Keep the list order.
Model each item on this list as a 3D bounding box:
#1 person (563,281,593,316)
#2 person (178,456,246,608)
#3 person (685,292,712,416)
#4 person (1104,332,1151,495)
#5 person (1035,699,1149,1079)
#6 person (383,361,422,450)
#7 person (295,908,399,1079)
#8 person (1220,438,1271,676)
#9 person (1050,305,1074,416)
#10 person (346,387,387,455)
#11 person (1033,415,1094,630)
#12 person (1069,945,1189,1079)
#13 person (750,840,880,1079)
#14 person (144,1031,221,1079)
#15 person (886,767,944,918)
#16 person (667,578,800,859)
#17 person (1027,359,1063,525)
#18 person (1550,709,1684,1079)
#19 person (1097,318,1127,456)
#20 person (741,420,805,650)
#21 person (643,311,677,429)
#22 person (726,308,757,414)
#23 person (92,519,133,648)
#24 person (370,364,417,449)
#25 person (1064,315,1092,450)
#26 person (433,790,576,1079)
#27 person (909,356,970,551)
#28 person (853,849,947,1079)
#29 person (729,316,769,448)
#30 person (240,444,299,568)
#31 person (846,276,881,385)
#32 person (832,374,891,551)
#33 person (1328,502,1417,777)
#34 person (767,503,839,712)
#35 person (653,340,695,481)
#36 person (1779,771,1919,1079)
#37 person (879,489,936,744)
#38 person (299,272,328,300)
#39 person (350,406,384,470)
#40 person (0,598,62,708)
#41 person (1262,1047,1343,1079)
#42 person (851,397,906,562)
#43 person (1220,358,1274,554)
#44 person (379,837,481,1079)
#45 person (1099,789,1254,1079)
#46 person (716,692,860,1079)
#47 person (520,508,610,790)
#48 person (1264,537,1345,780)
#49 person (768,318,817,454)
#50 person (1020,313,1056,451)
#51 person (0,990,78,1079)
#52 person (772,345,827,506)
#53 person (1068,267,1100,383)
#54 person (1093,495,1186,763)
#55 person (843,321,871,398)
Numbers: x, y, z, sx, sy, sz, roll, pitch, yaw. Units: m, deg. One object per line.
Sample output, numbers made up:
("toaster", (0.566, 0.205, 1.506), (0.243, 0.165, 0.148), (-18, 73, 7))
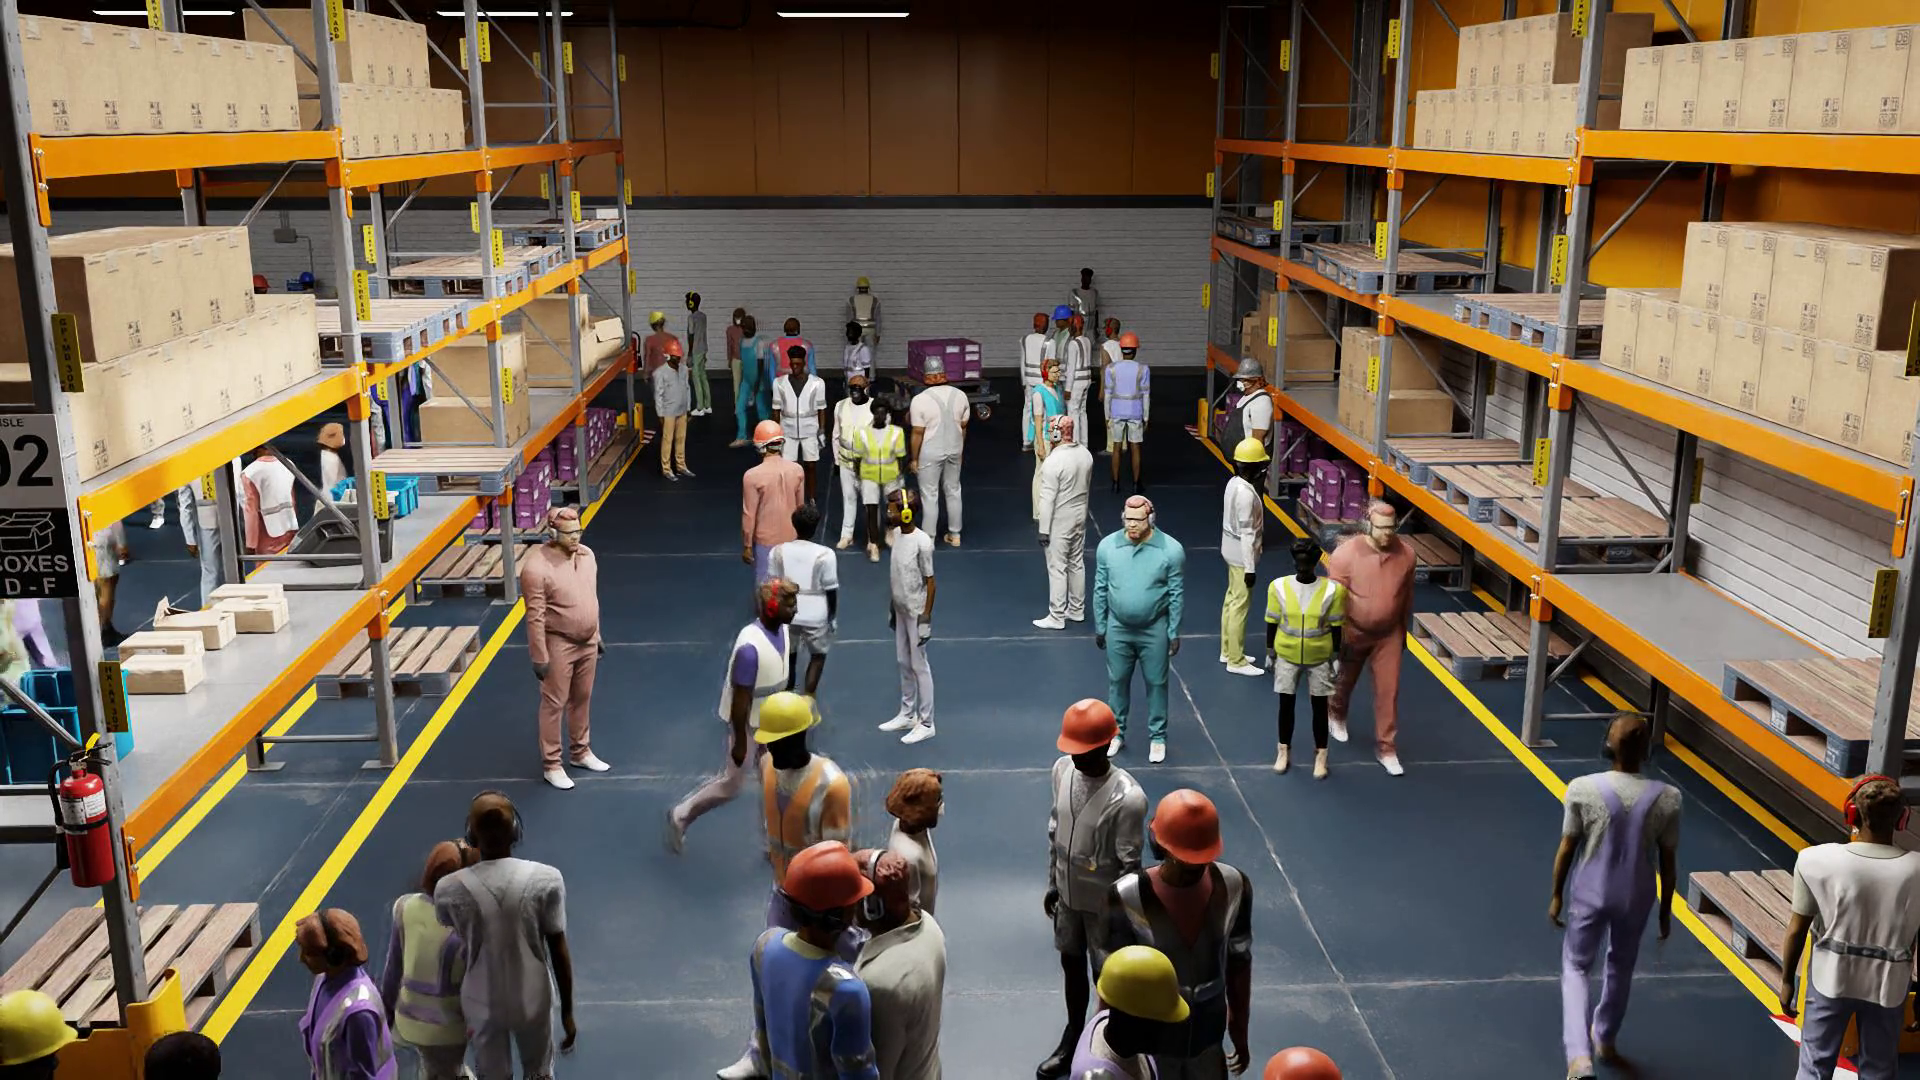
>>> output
("person", (-6.263, -3.354, 27.133), (0.653, 1.919, 0.397), (-11, 18, -36))
("person", (-6.417, -0.090, 14.347), (0.401, 1.908, 0.598), (9, 17, 33))
("person", (-3.970, -2.805, 25.107), (0.326, 1.861, 0.499), (4, 15, 16))
("person", (1.993, -1.503, 19.830), (0.549, 1.933, 0.373), (3, 15, 12))
("person", (0.585, 1.626, 7.575), (0.388, 1.926, 0.550), (-12, 18, -39))
("person", (-7.285, -1.929, 21.547), (0.587, 1.914, 0.391), (-4, 15, -15))
("person", (-2.251, 2.125, 6.197), (0.315, 1.631, 0.525), (-9, 17, -33))
("person", (2.301, 0.130, 13.433), (0.367, 1.927, 0.594), (0, 14, -1))
("person", (1.416, -2.229, 22.660), (0.403, 1.943, 0.615), (-9, 17, -32))
("person", (-7.537, -1.704, 21.025), (0.320, 1.738, 0.487), (13, 19, 42))
("person", (0.895, -0.162, 14.642), (0.399, 1.900, 0.644), (11, 18, 37))
("person", (0.522, 2.185, 5.400), (0.391, 1.915, 0.592), (2, 14, 9))
("person", (-0.466, 2.009, 5.828), (0.376, 2.044, 0.607), (-13, 19, -41))
("person", (-2.363, 2.330, 4.938), (0.681, 1.854, 0.899), (-10, 17, -33))
("person", (-0.212, 1.792, 7.519), (0.288, 1.626, 0.496), (0, 14, 1))
("person", (-1.320, 1.081, 9.960), (0.851, 1.804, 0.600), (4, 15, 16))
("person", (0.952, -1.089, 18.381), (0.389, 1.847, 0.567), (6, 15, 21))
("person", (3.004, 1.657, 7.646), (0.530, 1.825, 0.766), (4, 15, 14))
("person", (2.060, -2.026, 22.089), (0.397, 1.834, 0.573), (12, 18, 39))
("person", (-1.564, -0.016, 13.899), (0.614, 1.987, 0.408), (-13, 20, -42))
("person", (-4.207, -2.377, 23.652), (0.546, 1.738, 0.676), (-12, 18, -39))
("person", (-3.326, -2.775, 25.503), (0.496, 1.603, 0.771), (0, 14, 1))
("person", (-7.277, -0.032, 14.094), (0.544, 1.921, 0.470), (12, 19, 39))
("person", (-7.014, -1.754, 20.606), (0.535, 2.000, 0.683), (-3, 15, -13))
("person", (1.560, -2.051, 22.102), (0.359, 1.879, 0.586), (7, 16, 26))
("person", (-1.872, 1.867, 6.862), (0.518, 1.799, 0.933), (-4, 15, -17))
("person", (-0.264, -0.916, 17.314), (0.673, 2.000, 0.536), (-9, 17, -32))
("person", (-0.267, 2.023, 6.076), (0.400, 1.894, 0.653), (3, 15, 11))
("person", (-2.866, -2.130, 22.542), (0.510, 1.809, 0.686), (11, 18, 36))
("person", (-5.862, -0.049, 14.187), (0.409, 1.909, 0.593), (4, 15, 14))
("person", (-1.615, -3.497, 27.892), (0.586, 1.824, 0.404), (-1, 14, -5))
("person", (-1.032, -0.804, 17.271), (0.624, 1.845, 0.430), (4, 15, 16))
("person", (2.855, 0.619, 11.654), (0.646, 1.867, 0.964), (-1, 14, -4))
("person", (-1.173, 0.571, 12.197), (0.586, 1.674, 0.477), (3, 15, 12))
("person", (-3.533, -1.615, 20.652), (0.353, 1.743, 0.570), (10, 17, 33))
("person", (3.685, 1.855, 6.848), (0.560, 1.836, 0.393), (6, 15, 21))
("person", (-0.367, 0.539, 11.959), (0.323, 1.862, 0.518), (-8, 16, -29))
("person", (-10.709, -3.461, 27.526), (0.430, 1.936, 0.616), (8, 16, 29))
("person", (-7.566, -1.869, 21.173), (0.616, 1.986, 0.407), (3, 15, 13))
("person", (-6.738, 0.608, 11.862), (0.992, 1.790, 0.581), (3, 15, 11))
("person", (0.908, 2.328, 4.667), (0.611, 1.997, 0.375), (-1, 14, -2))
("person", (-0.841, -0.657, 17.022), (0.574, 1.680, 0.718), (-2, 14, -8))
("person", (2.953, -0.879, 17.168), (0.535, 2.000, 0.683), (-1, 14, -3))
("person", (-2.102, 1.981, 6.835), (0.569, 1.579, 0.866), (8, 17, 30))
("person", (0.829, 1.890, 6.327), (0.611, 2.032, 0.411), (-4, 15, -14))
("person", (-0.698, 1.595, 7.810), (0.634, 1.887, 0.974), (12, 19, 40))
("person", (-2.625, 0.711, 11.202), (0.402, 1.904, 0.652), (8, 16, 28))
("person", (2.333, 0.791, 11.327), (0.539, 1.687, 0.320), (4, 15, 16))
("person", (-2.214, -2.029, 22.082), (0.634, 1.841, 0.429), (0, 14, 2))
("person", (1.057, -2.104, 22.300), (0.569, 1.882, 0.338), (11, 18, 36))
("person", (-2.800, 2.275, 5.055), (0.595, 1.911, 0.444), (7, 16, 24))
("person", (-1.796, -1.214, 18.630), (0.609, 1.964, 0.367), (0, 14, 0))
("person", (2.094, -3.605, 28.036), (0.602, 1.958, 0.381), (-7, 16, -25))
("person", (1.237, 0.615, 11.594), (0.647, 1.899, 0.399), (5, 15, 17))
("person", (-1.432, -2.163, 22.895), (0.317, 1.695, 0.540), (-12, 19, -39))
